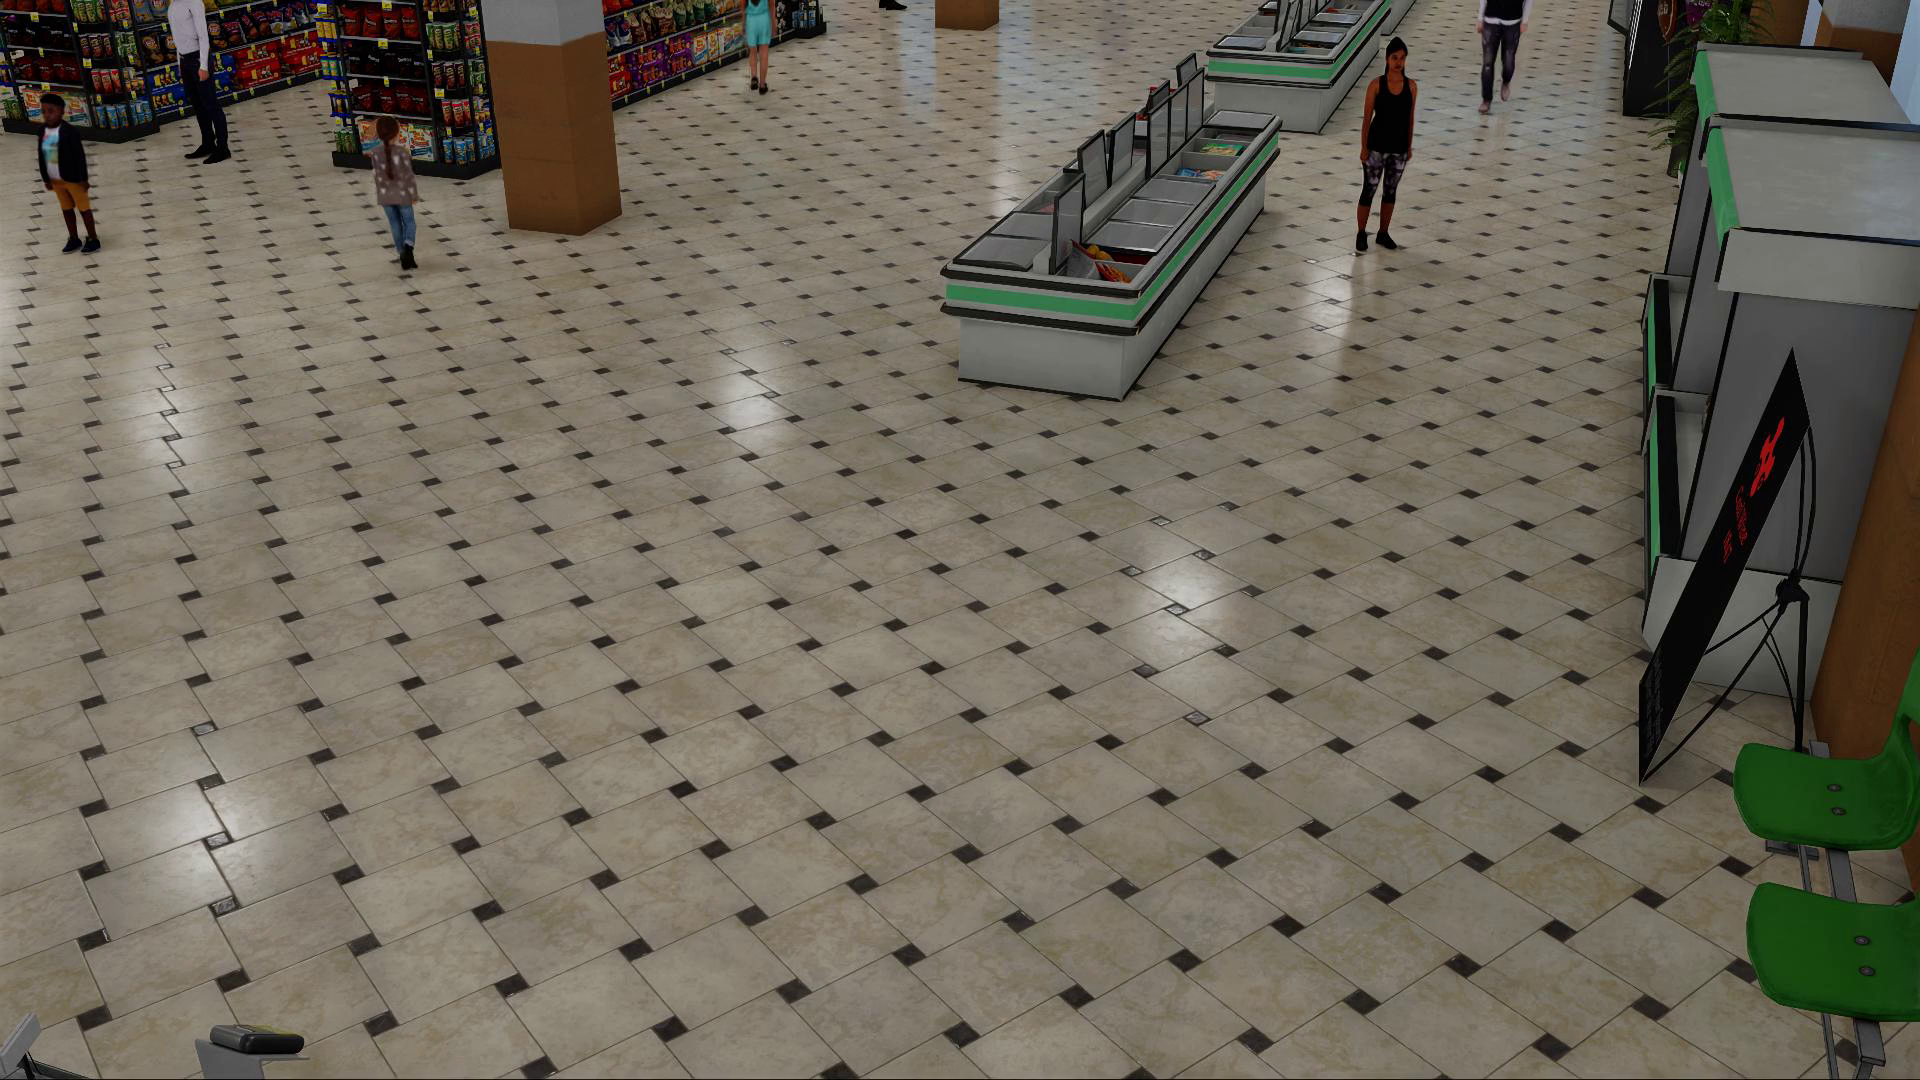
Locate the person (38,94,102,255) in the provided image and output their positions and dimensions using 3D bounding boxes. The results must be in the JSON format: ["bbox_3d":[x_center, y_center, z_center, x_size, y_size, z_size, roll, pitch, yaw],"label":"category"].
[{"bbox_3d":[-7.125,-2.938,13.295,0.555,1.269,0.568,4,27,8],"label":"person"}]

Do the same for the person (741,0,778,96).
[{"bbox_3d":[-2.255,-5.742,18.514,0.616,1.551,0.671,2,27,4],"label":"person"}]

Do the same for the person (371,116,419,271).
[{"bbox_3d":[-4.366,-2.648,12.817,0.598,1.185,0.689,-1,27,-2],"label":"person"}]

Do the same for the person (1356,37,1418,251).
[{"bbox_3d":[3.410,-3.160,13.299,0.661,1.663,0.661,-4,27,-8],"label":"person"}]

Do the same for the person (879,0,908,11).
[{"bbox_3d":[-1.012,-8.562,23.694,0.798,1.895,0.746,-13,30,-23],"label":"person"}]

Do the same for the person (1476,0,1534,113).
[{"bbox_3d":[5.811,-5.508,17.771,0.747,1.805,0.891,13,30,24],"label":"person"}]

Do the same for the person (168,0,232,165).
[{"bbox_3d":[-7.284,-4.576,15.863,0.689,1.868,0.686,19,33,33],"label":"person"}]
